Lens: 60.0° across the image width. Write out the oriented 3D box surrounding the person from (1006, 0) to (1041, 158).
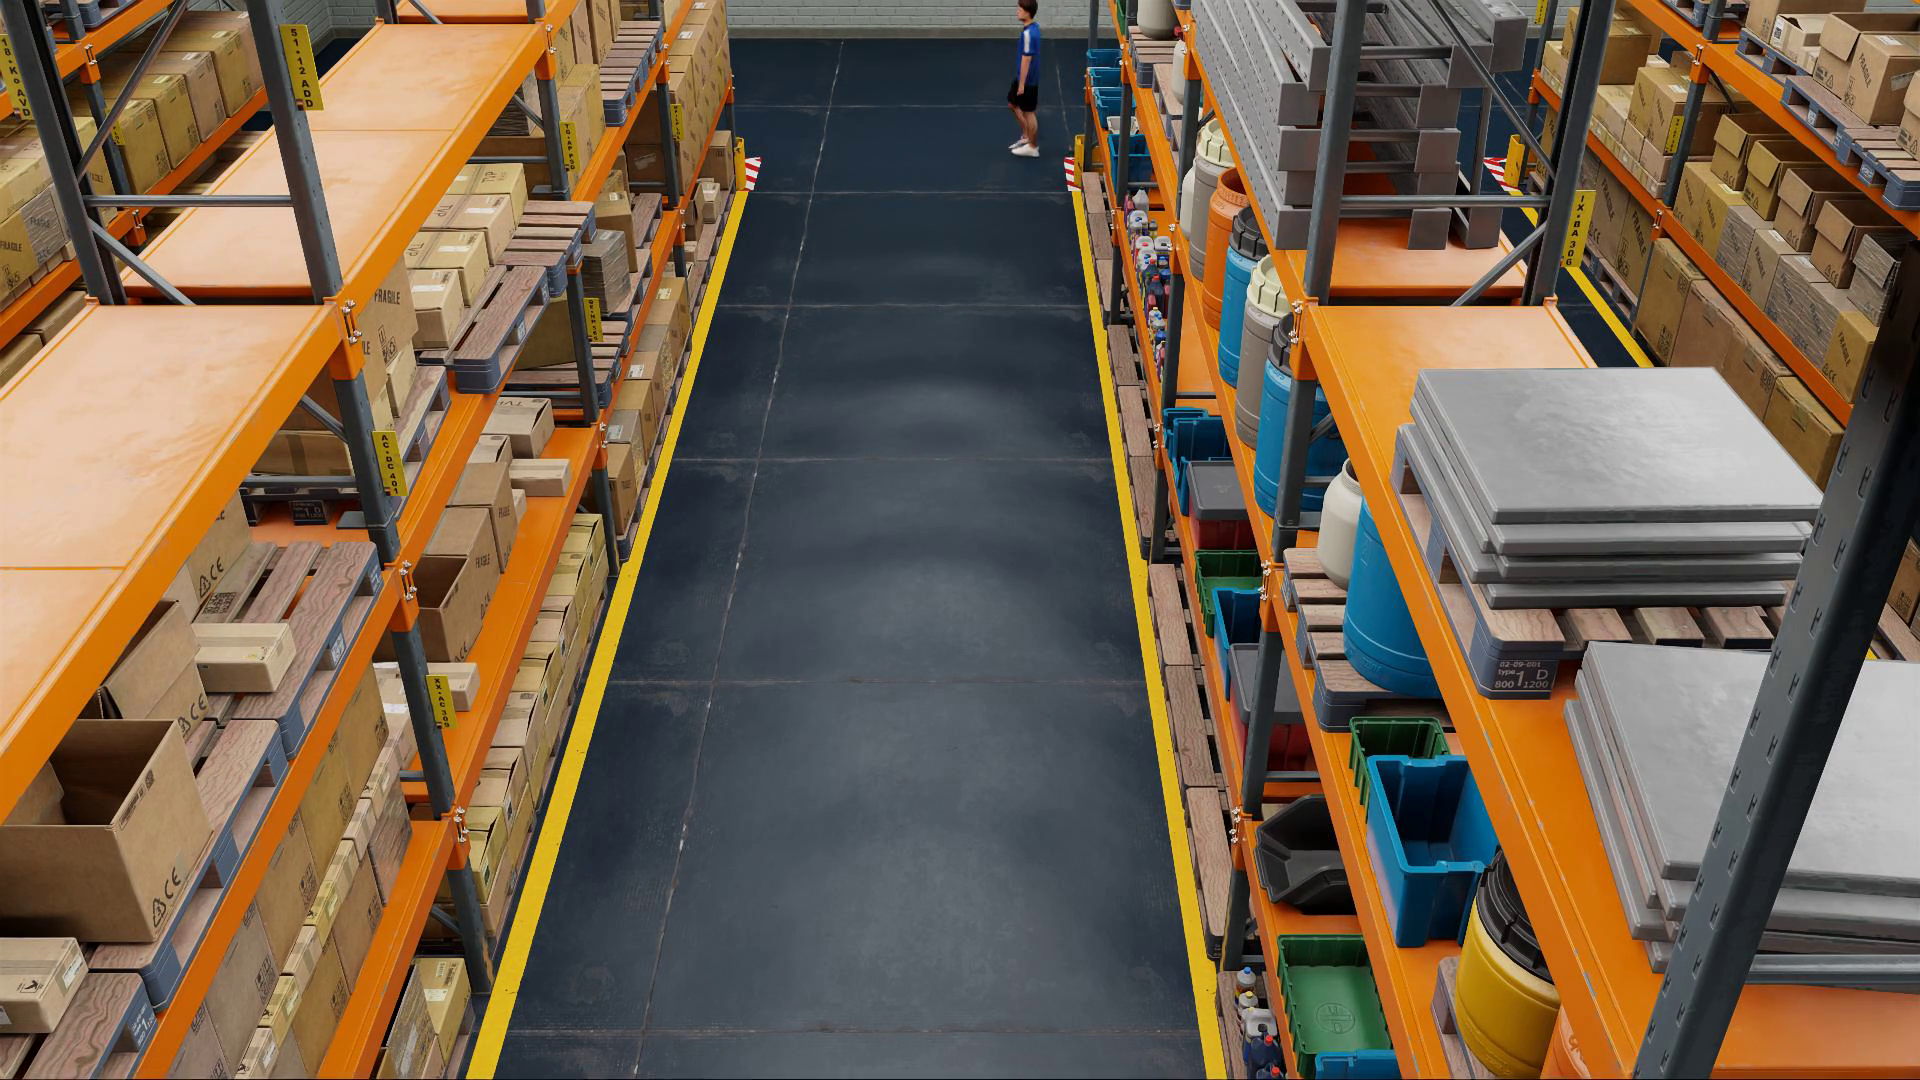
[{"bbox_3d":[0.871,-5.372,19.343,0.722,1.858,0.543,0,33,0],"label":"person"}]
